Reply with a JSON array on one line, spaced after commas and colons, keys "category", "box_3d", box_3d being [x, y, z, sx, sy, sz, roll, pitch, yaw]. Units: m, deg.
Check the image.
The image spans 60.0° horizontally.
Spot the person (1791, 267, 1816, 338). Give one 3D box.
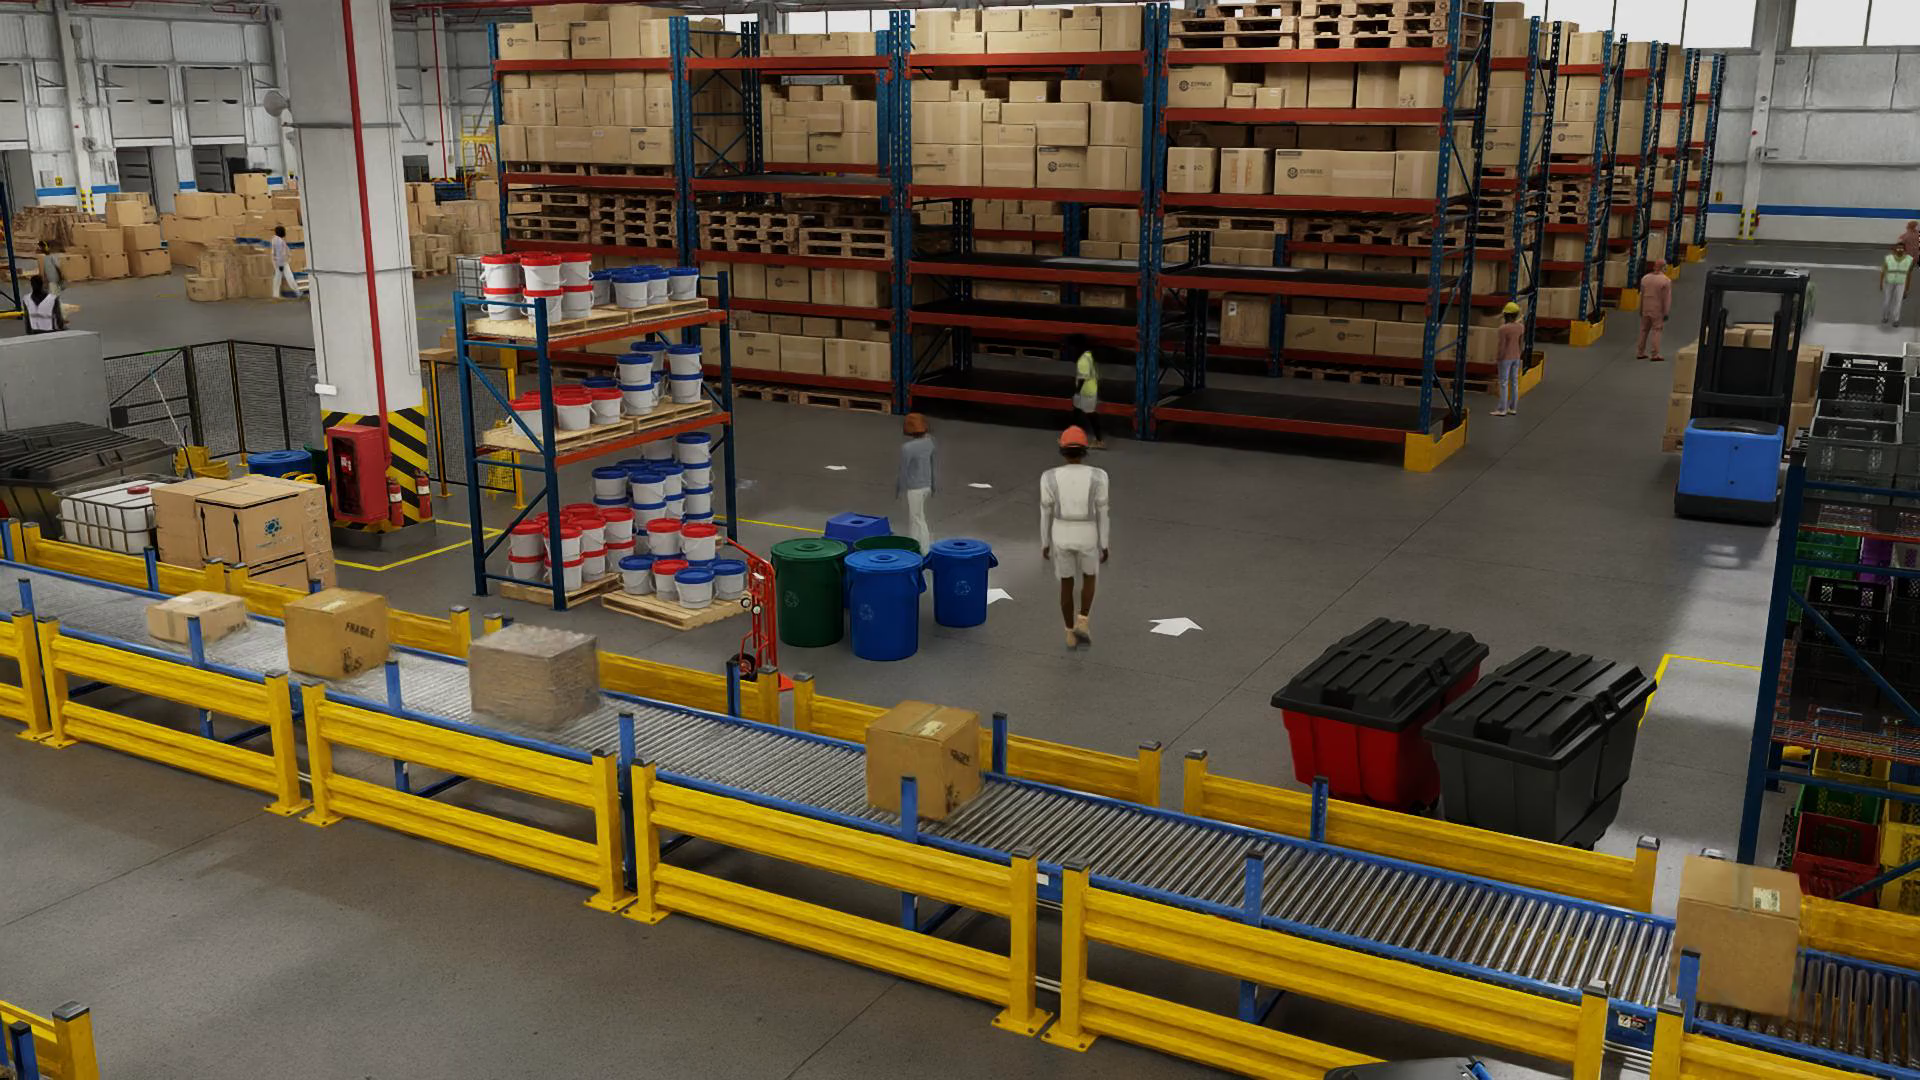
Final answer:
[{"category": "person", "box_3d": [16.386, -4.510, 32.475, 0.506, 1.615, 0.675, 12, 19, 38]}]

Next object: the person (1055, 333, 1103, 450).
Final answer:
[{"category": "person", "box_3d": [1.665, -2.068, 23.211, 0.782, 1.647, 0.592, 2, 15, 7]}]

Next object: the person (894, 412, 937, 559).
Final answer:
[{"category": "person", "box_3d": [-0.536, -0.559, 17.615, 0.670, 1.606, 0.523, 11, 18, 36]}]

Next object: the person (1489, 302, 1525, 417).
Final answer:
[{"category": "person", "box_3d": [8.481, -2.796, 25.740, 0.525, 1.772, 0.306, -9, 17, -29]}]

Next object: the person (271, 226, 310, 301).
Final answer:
[{"category": "person", "box_3d": [-16.309, -6.698, 40.334, 0.901, 1.802, 0.654, -8, 17, -28]}]

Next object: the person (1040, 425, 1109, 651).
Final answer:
[{"category": "person", "box_3d": [1.014, -0.017, 14.773, 0.619, 2.031, 0.417, 2, 15, 8]}]

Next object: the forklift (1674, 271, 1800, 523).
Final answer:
[{"category": "forklift", "box_3d": [9.269, -1.763, 19.726, 1.129, 2.768, 1.873, 8, 17, 27]}]

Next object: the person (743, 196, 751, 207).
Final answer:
[{"category": "person", "box_3d": [-6.464, -9.674, 51.255, 0.633, 1.967, 0.879, 5, 16, 17]}]

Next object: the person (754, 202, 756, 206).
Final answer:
[{"category": "person", "box_3d": [-6.584, -10.034, 52.848, 0.648, 1.823, 0.467, 1, 15, 3]}]

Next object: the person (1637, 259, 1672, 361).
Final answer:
[{"category": "person", "box_3d": [13.036, -4.307, 31.184, 0.399, 1.899, 0.650, -9, 17, -29]}]

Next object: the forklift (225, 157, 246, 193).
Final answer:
[{"category": "forklift", "box_3d": [-24.841, -11.763, 57.320, 1.873, 2.768, 1.129, -13, 20, -40]}]

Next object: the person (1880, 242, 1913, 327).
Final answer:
[{"category": "person", "box_3d": [20.295, -5.568, 36.095, 0.574, 1.808, 0.926, 8, 17, 27]}]

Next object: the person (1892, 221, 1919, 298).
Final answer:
[{"category": "person", "box_3d": [23.302, -6.921, 41.032, 0.683, 1.877, 0.631, -3, 15, -12]}]

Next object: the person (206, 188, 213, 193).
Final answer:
[{"category": "person", "box_3d": [-24.768, -10.702, 55.168, 0.648, 1.920, 0.448, 6, 16, 20]}]

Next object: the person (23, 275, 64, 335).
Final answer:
[{"category": "person", "box_3d": [-15.643, -3.581, 28.435, 0.594, 1.903, 0.511, -1, 15, -2]}]

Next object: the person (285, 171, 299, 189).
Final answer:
[{"category": "person", "box_3d": [-27.299, -14.132, 68.077, 0.587, 1.922, 0.390, -8, 17, -28]}]

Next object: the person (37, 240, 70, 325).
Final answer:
[{"category": "person", "box_3d": [-19.663, -5.528, 35.870, 0.536, 1.837, 0.726, 12, 19, 37]}]
